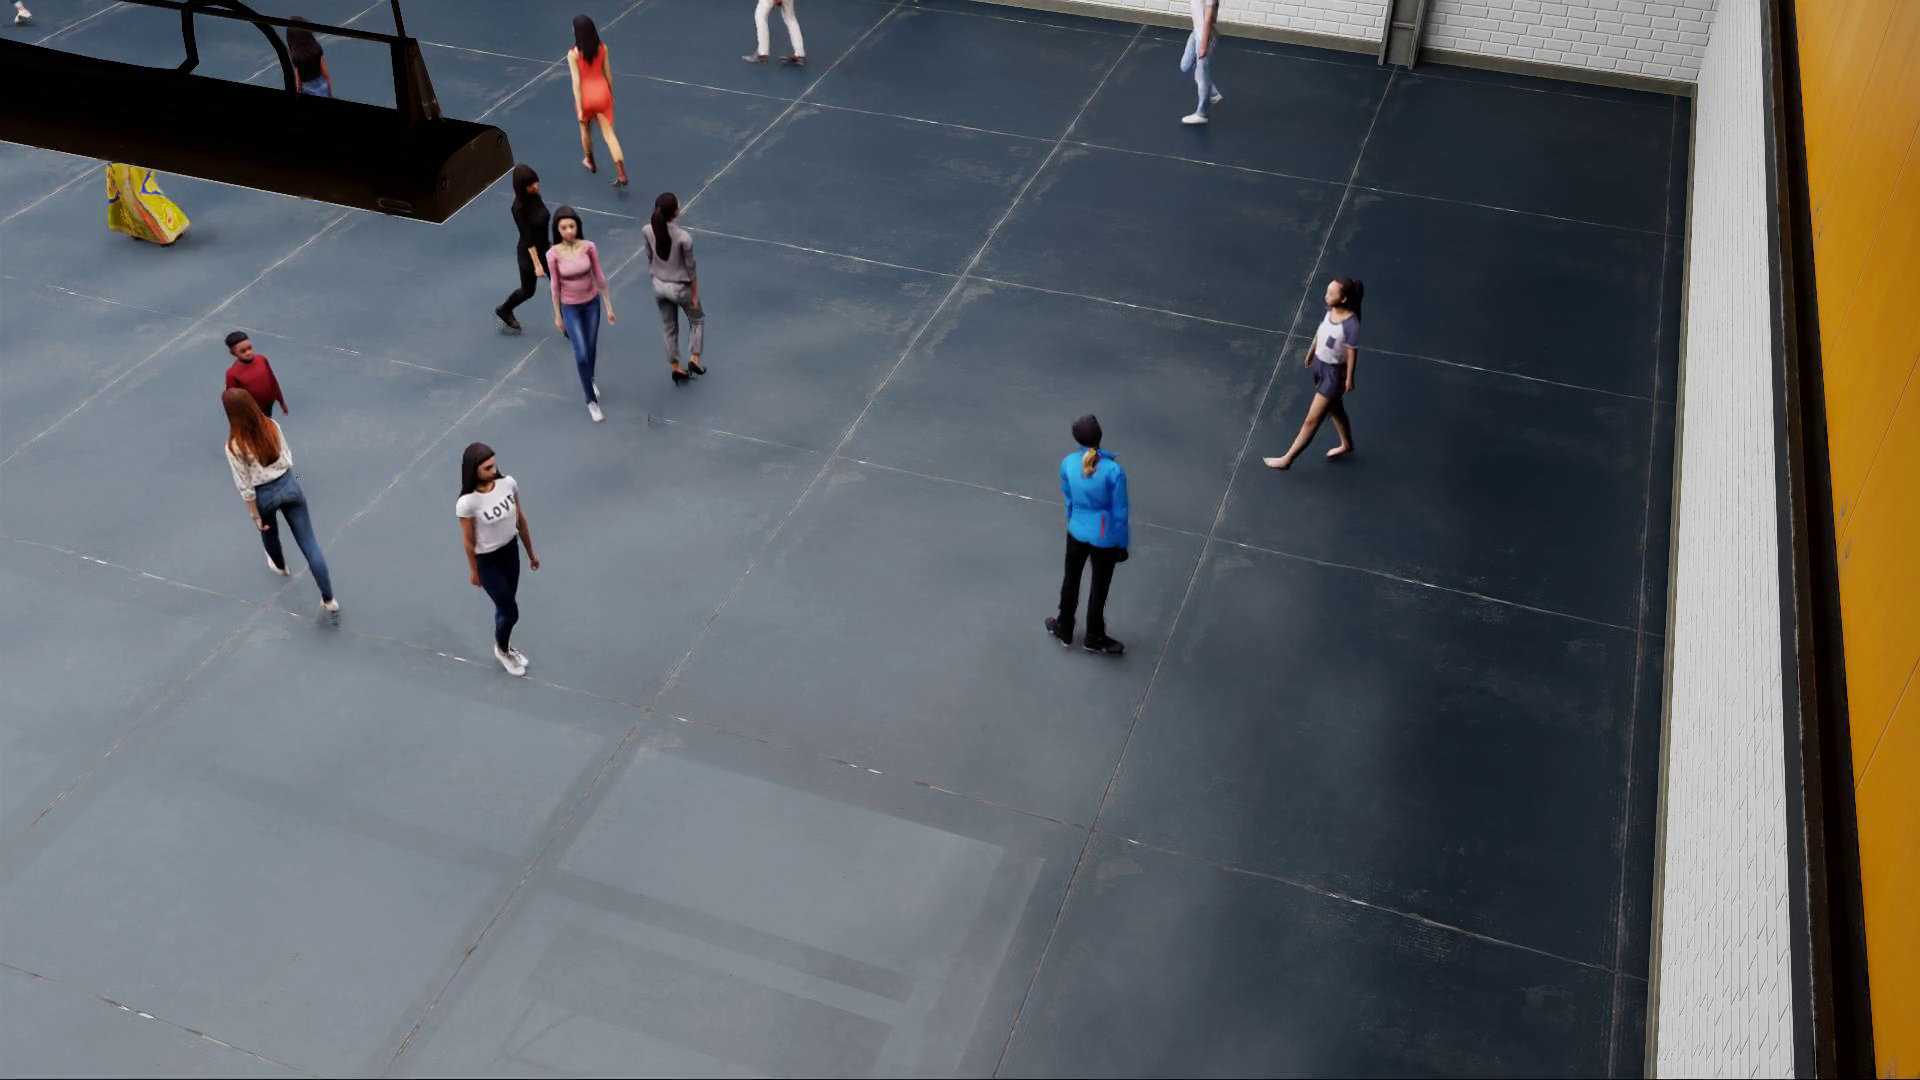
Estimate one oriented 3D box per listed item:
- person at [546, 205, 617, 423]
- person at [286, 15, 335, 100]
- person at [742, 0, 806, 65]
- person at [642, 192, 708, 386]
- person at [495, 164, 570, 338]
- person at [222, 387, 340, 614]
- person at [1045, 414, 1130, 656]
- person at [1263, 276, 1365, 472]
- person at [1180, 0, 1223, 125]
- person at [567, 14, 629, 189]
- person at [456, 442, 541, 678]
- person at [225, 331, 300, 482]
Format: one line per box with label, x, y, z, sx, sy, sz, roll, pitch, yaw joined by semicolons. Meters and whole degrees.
person;-3.002;-1.869;13.094;0.886;1.723;0.974;-20;43;-23
person;-6.114;-4.150;15.957;1.143;1.714;0.742;23;44;26
person;-1.911;-6.099;18.345;0.943;1.780;0.702;10;40;13
person;-2.319;-1.937;13.225;0.509;1.665;0.686;10;40;13
person;-3.605;-2.366;13.809;1.043;1.607;0.571;14;41;17
person;-4.508;-0.238;11.081;0.968;1.685;1.233;-28;46;-30
person;0.891;0.022;10.681;0.862;1.778;0.652;-26;45;-28
person;2.846;-1.231;12.384;1.122;1.612;0.956;-8;39;-10
person;2.614;-5.180;17.146;0.849;1.839;0.796;-4;39;-5
person;-3.478;-4.191;16.034;1.024;1.682;1.190;-23;44;-26
person;-3.014;0.097;10.603;0.651;1.760;0.631;22;43;25
person;-5.299;-1.024;12.434;0.880;1.226;0.636;23;44;26
